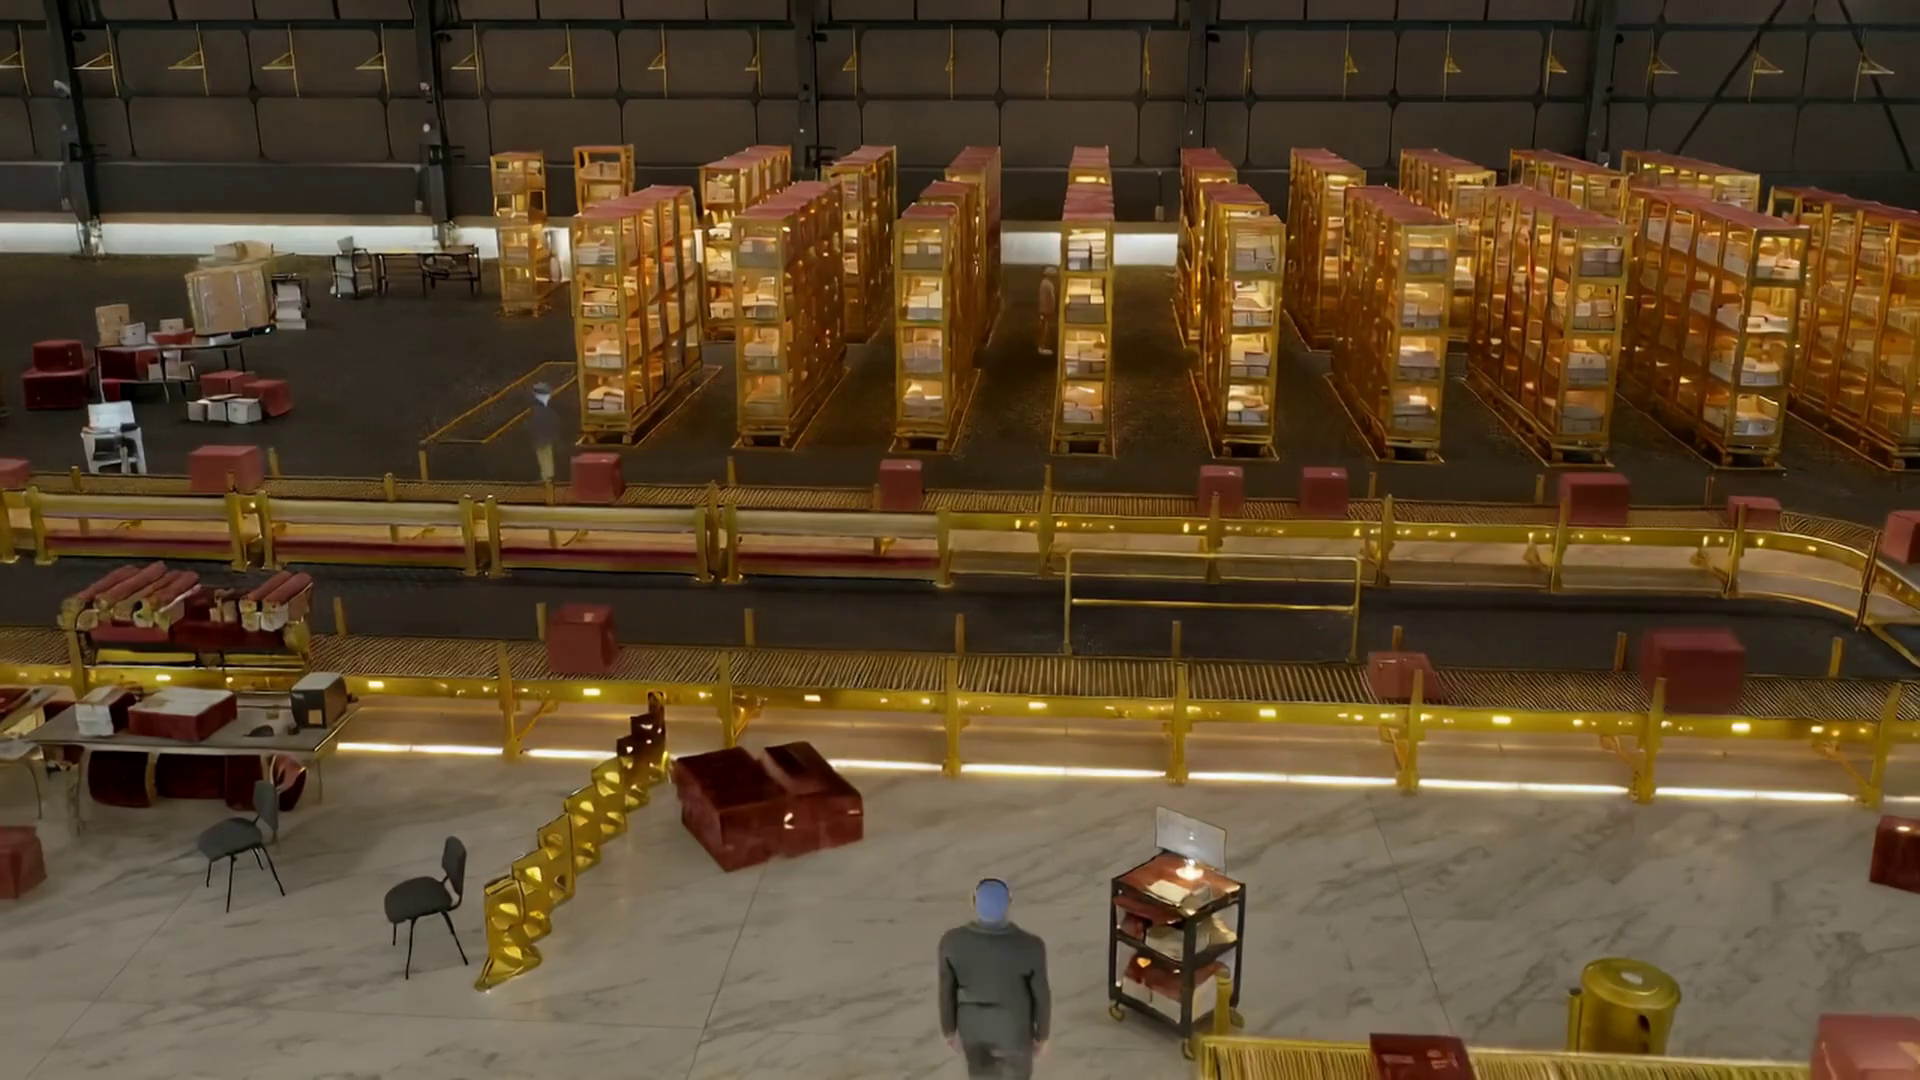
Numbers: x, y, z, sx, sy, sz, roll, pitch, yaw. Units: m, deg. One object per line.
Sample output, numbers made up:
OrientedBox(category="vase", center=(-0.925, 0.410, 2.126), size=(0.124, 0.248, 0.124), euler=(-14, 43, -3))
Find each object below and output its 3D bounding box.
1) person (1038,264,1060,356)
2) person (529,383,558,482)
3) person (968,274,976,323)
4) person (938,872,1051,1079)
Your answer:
OrientedBox(category="person", center=(1.817, -4.584, 33.147), size=(0.586, 1.811, 0.614), euler=(5, 18, 15))
OrientedBox(category="person", center=(-5.675, -1.293, 22.781), size=(0.400, 1.750, 0.555), euler=(2, 18, 8))
OrientedBox(category="person", center=(0.070, -4.289, 31.952), size=(0.569, 1.962, 0.623), euler=(-2, 18, -5))
OrientedBox(category="person", center=(0.189, 2.809, 9.552), size=(0.650, 1.883, 0.793), euler=(5, 18, 15))
